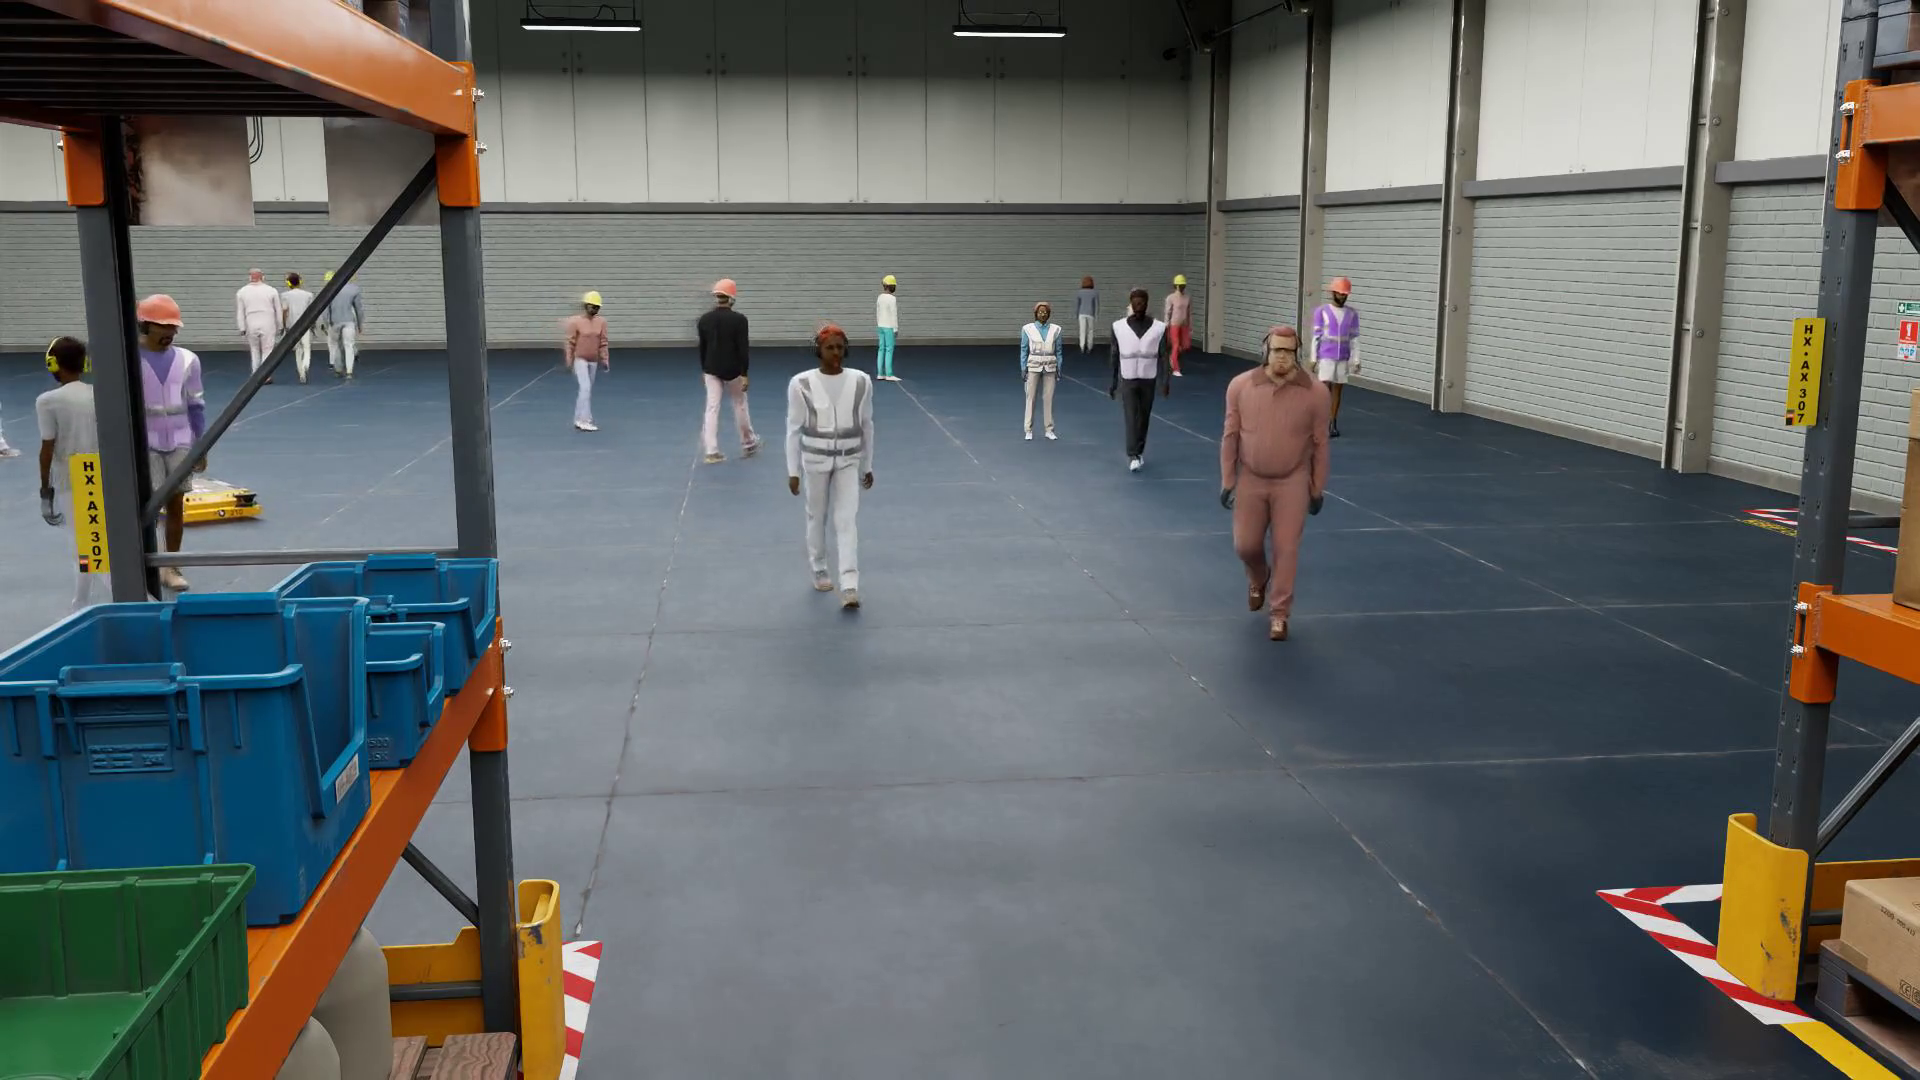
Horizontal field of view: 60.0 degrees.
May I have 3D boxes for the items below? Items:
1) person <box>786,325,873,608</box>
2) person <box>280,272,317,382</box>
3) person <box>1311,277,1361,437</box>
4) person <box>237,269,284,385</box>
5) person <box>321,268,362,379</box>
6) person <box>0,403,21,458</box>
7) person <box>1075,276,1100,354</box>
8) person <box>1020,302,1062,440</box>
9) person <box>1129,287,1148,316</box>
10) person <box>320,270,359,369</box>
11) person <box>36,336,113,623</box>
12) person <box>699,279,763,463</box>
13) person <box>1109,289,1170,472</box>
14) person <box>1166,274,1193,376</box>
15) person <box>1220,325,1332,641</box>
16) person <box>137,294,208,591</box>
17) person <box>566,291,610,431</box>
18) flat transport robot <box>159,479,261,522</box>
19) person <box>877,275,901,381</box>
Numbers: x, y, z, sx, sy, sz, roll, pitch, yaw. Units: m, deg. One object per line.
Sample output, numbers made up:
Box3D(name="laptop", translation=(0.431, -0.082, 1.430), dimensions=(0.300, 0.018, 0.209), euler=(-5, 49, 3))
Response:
Box3D(name="person", translation=(-0.854, -0.501, 11.001), dimensions=(0.592, 1.831, 1.010), euler=(-3, 11, -13))
Box3D(name="person", translation=(-10.855, -3.479, 27.336), dimensions=(0.526, 1.832, 0.769), euler=(-3, 11, -17))
Box3D(name="person", translation=(4.544, -2.181, 19.935), dimensions=(0.580, 1.922, 0.602), euler=(-1, 10, -7))
Box3D(name="person", translation=(-11.430, -3.500, 27.293), dimensions=(0.648, 1.881, 0.783), euler=(-1, 10, -7))
Box3D(name="person", translation=(-10.485, -3.674, 28.255), dimensions=(0.653, 1.884, 1.043), euler=(-5, 11, -25))
Box3D(name="person", translation=(-10.619, -1.844, 17.975), dimensions=(0.647, 1.980, 0.568), euler=(7, 13, 34))
Box3D(name="person", translation=(2.613, -4.629, 34.256), dimensions=(0.509, 1.596, 0.816), euler=(2, 10, 10))
Box3D(name="person", translation=(0.965, -2.003, 19.753), dimensions=(0.515, 1.641, 0.309), euler=(-2, 11, -11))
Box3D(name="person", translation=(2.764, -3.089, 25.730), dimensions=(0.374, 1.632, 0.537), euler=(6, 12, 28))
Box3D(name="person", translation=(-11.368, -4.029, 30.444), dimensions=(0.609, 1.805, 0.649), euler=(2, 11, 11))
Box3D(name="person", translation=(-5.199, -0.303, 9.941), dimensions=(0.881, 1.828, 0.523), euler=(5, 11, 24))
Box3D(name="person", translation=(-2.494, -1.828, 17.947), dimensions=(0.649, 1.939, 1.021), euler=(4, 11, 20))
Box3D(name="person", translation=(1.864, -1.659, 17.247), dimensions=(0.609, 1.863, 0.993), euler=(0, 10, 1))
Box3D(name="person", translation=(3.772, -3.717, 28.818), dimensions=(0.532, 1.759, 0.463), euler=(-5, 11, -25))
Box3D(name="person", translation=(1.918, -0.367, 10.095), dimensions=(0.652, 1.887, 0.602), euler=(3, 11, 17))
Box3D(name="person", translation=(-5.396, -0.644, 11.249), dimensions=(0.418, 2.021, 0.631), euler=(10, 14, 43))
Box3D(name="person", translation=(-4.608, -2.207, 20.622), dimensions=(0.760, 1.730, 0.534), euler=(9, 14, 40))
Box3D(name="flat transport robot", translation=(-6.697, -0.363, 14.511), dimensions=(0.652, 0.197, 1.431), euler=(-9, 14, -42))
Box3D(name="person", translation=(-1.190, -3.542, 27.849), dimensions=(0.329, 1.765, 0.533), euler=(-7, 13, -34))
